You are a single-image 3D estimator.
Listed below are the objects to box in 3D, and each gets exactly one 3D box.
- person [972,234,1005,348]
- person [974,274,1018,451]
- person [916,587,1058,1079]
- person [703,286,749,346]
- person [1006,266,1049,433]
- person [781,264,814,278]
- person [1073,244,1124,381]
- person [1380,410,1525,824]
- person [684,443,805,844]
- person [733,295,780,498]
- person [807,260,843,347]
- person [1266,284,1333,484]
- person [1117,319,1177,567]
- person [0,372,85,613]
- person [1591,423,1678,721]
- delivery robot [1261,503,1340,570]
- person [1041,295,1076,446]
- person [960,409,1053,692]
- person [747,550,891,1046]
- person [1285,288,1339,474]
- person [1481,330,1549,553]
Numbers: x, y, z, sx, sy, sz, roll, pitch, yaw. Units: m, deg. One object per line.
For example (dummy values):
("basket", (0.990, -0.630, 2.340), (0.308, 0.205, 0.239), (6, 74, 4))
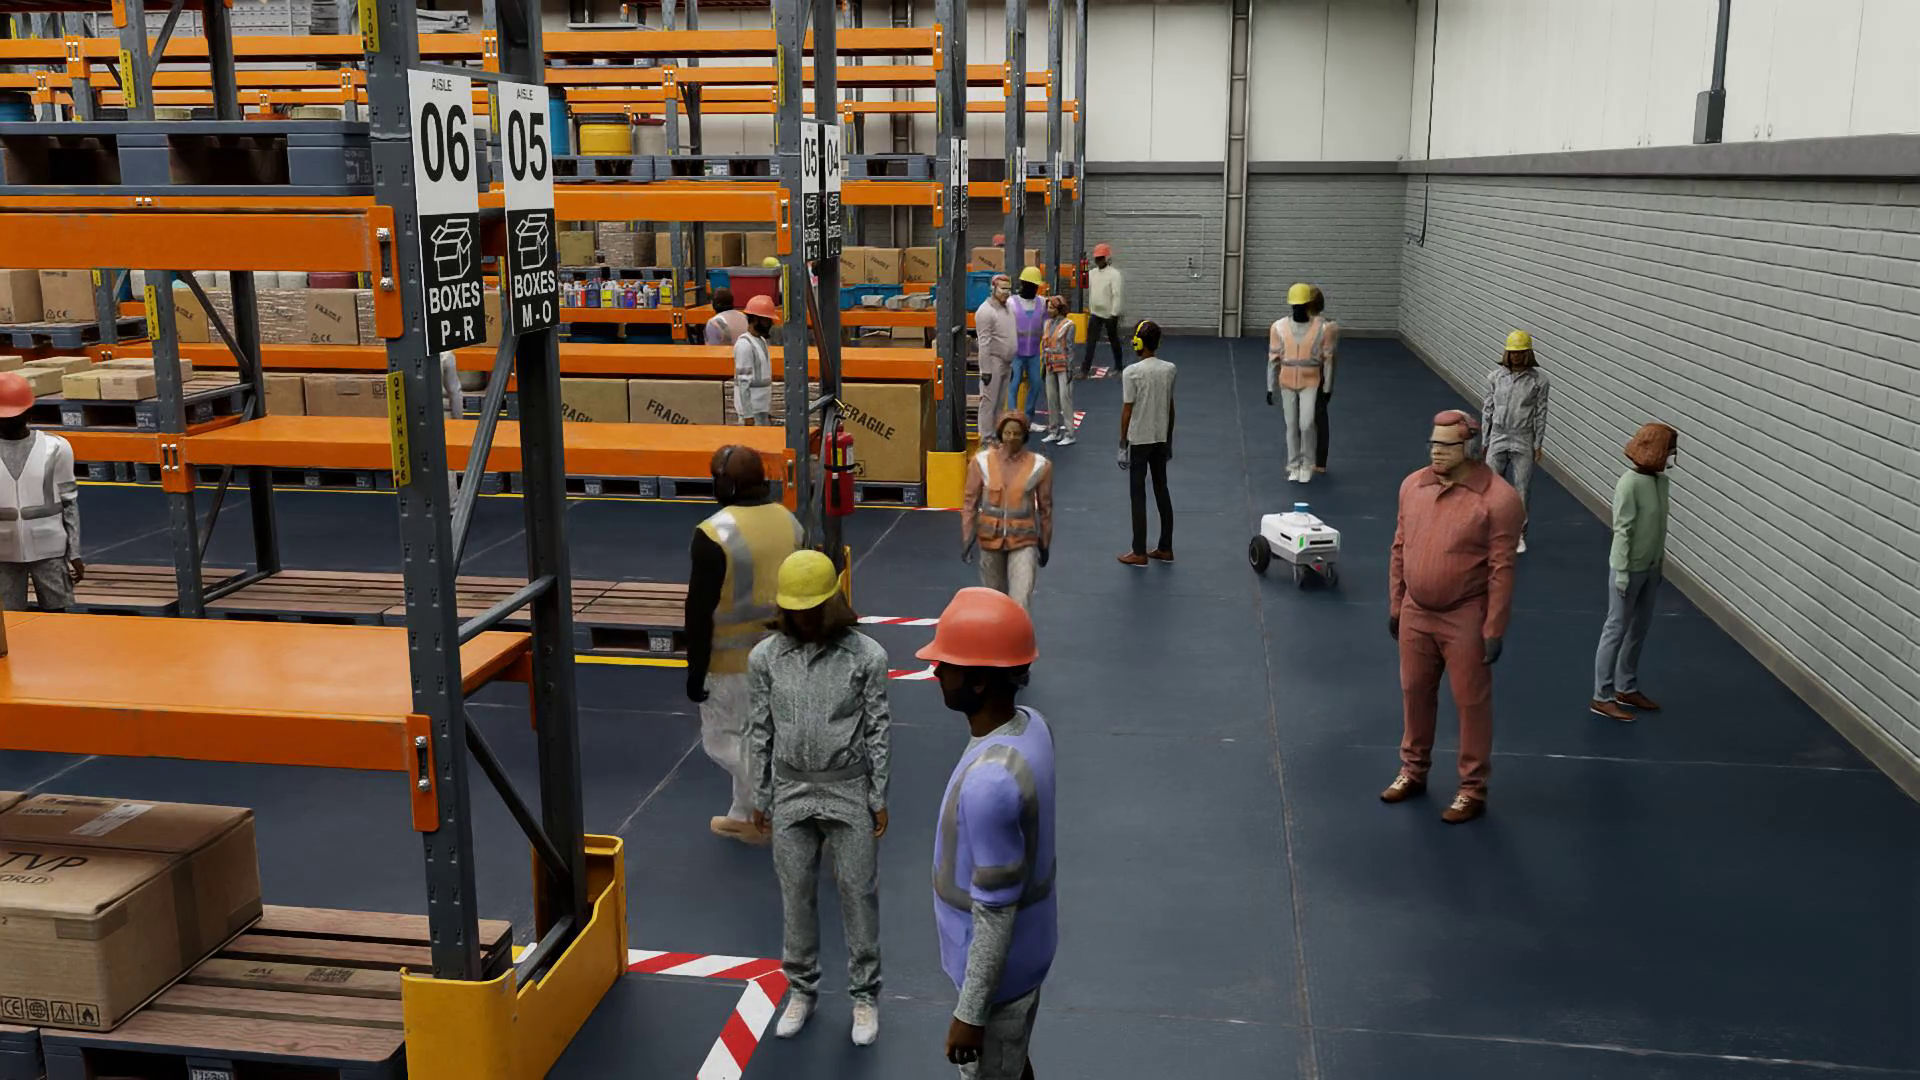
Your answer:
("person", (0.646, -4.031, 27.297), (0.649, 1.936, 1.042), (-10, 16, -38))
("person", (0.405, -1.805, 17.335), (0.400, 1.905, 0.643), (6, 14, 26))
("person", (0.067, 1.067, 4.287), (0.360, 1.939, 0.543), (2, 13, 10))
("person", (-2.322, -1.591, 16.519), (0.430, 1.840, 0.624), (7, 14, 29))
("person", (0.711, -2.130, 18.790), (0.673, 1.913, 0.422), (-5, 13, -22))
("person", (-2.270, -3.108, 22.903), (0.674, 2.000, 0.535), (11, 16, 40))
("person", (2.045, -3.251, 23.781), (0.638, 1.941, 1.020), (11, 17, 41))
("person", (2.236, 0.343, 7.656), (0.400, 1.901, 0.649), (-11, 16, -39))
("person", (-0.876, 0.495, 7.135), (0.669, 1.823, 0.638), (8, 15, 34))
("person", (-1.727, -1.131, 14.260), (0.390, 1.922, 0.554), (3, 13, 12))
("person", (-1.843, -2.809, 22.008), (0.624, 1.844, 0.430), (-7, 14, -29))
("person", (3.218, -1.479, 15.846), (0.600, 1.901, 0.569), (5, 14, 22))
("person", (1.415, -0.729, 12.590), (0.508, 1.861, 0.326), (-8, 15, -31))
("person", (-4.956, 0.066, 8.831), (0.543, 1.928, 0.374), (-6, 14, -26))
("person", (3.701, 0.166, 9.078), (0.503, 1.628, 0.276), (-11, 16, -40))
("delivery robot", (2.486, -0.027, 12.164), (0.477, 0.478, 0.707), (-3, 13, -14))
("person", (1.079, -1.857, 18.194), (0.314, 1.631, 0.525), (-9, 16, -36))
("person", (0.286, 0.014, 9.811), (0.519, 1.599, 0.810), (2, 13, 10))
("person", (-0.481, 0.871, 5.648), (0.494, 1.729, 0.325), (1, 13, 6))
("person", (3.448, -1.547, 16.329), (0.503, 1.840, 0.346), (-3, 13, -12))
("person", (4.319, -0.767, 13.012), (0.485, 1.744, 0.295), (5, 14, 23))
